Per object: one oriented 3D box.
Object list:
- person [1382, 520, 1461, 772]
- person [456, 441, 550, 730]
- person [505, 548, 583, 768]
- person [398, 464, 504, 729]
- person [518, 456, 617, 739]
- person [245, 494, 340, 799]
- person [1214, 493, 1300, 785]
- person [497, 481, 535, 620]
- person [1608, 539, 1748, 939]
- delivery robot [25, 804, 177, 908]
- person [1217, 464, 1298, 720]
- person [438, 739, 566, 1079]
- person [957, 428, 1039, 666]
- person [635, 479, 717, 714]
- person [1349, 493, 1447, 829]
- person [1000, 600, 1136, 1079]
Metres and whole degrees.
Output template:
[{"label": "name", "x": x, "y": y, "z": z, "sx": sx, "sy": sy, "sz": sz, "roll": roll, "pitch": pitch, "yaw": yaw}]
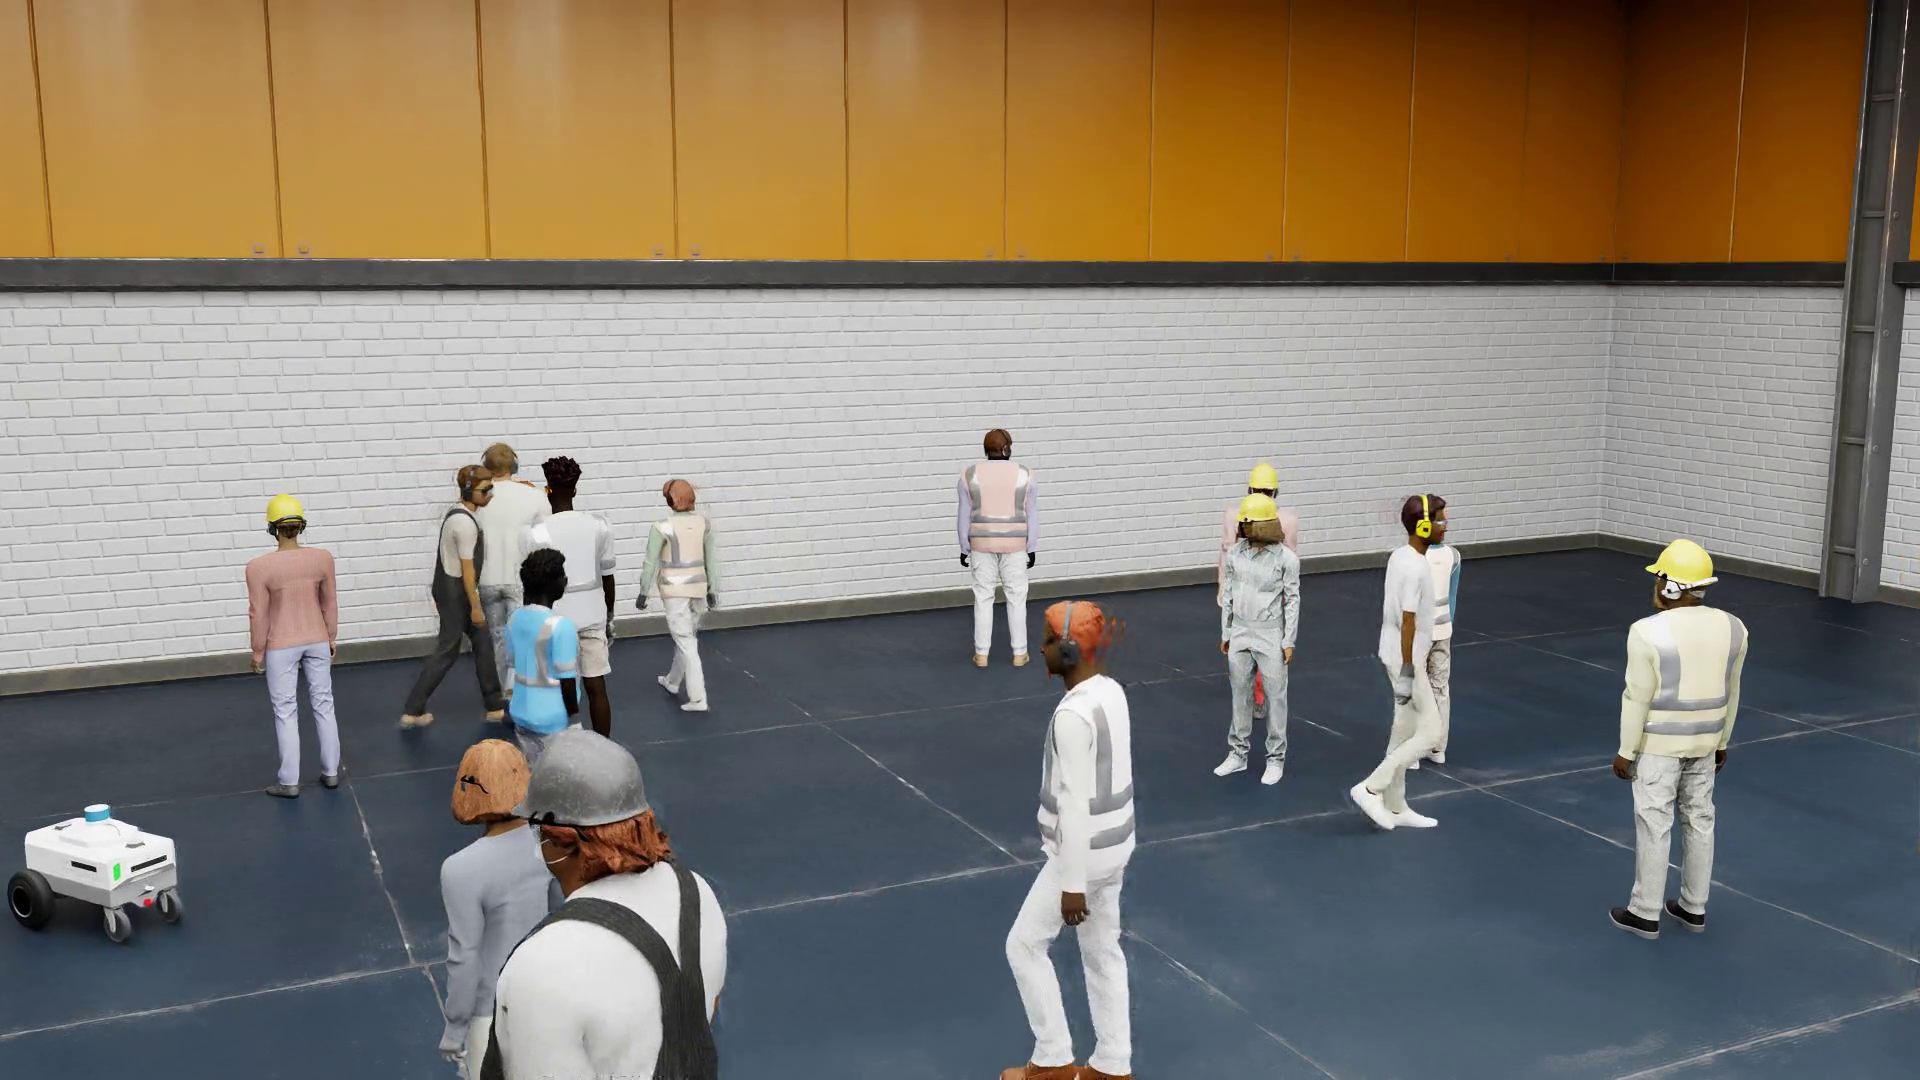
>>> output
[{"label": "person", "x": 2.821, "y": 0.594, "z": 10.129, "sx": 0.513, "sy": 1.639, "sz": 0.307, "roll": -5, "pitch": 11, "yaw": -30}, {"label": "person", "x": -3.051, "y": 0.300, "z": 11.130, "sx": 0.633, "sy": 1.915, "sz": 0.855, "roll": 0, "pitch": 9, "yaw": -2}, {"label": "person", "x": -2.058, "y": 0.876, "z": 8.205, "sx": 0.448, "sy": 1.686, "sz": 0.548, "roll": -9, "pitch": 13, "yaw": -43}, {"label": "person", "x": -3.356, "y": 0.383, "z": 11.014, "sx": 0.812, "sy": 1.794, "sz": 0.522, "roll": -1, "pitch": 9, "yaw": -8}, {"label": "person", "x": -2.306, "y": 0.482, "z": 9.805, "sx": 0.600, "sy": 1.967, "sz": 0.368, "roll": -7, "pitch": 11, "yaw": -36}, {"label": "person", "x": -3.853, "y": 0.611, "z": 9.628, "sx": 0.310, "sy": 1.769, "sz": 0.522, "roll": 9, "pitch": 13, "yaw": 43}, {"label": "person", "x": 1.766, "y": 0.582, "z": 9.886, "sx": 0.490, "sy": 1.740, "sz": 0.322, "roll": 7, "pitch": 12, "yaw": 38}, {"label": "person", "x": -2.917, "y": 0.409, "z": 11.293, "sx": 0.498, "sy": 1.632, "sz": 0.284, "roll": -6, "pitch": 11, "yaw": -32}, {"label": "person", "x": 3.250, "y": 0.905, "z": 7.586, "sx": 0.590, "sy": 1.837, "sz": 0.403, "roll": -2, "pitch": 9, "yaw": -15}, {"label": "delivery robot", "x": -3.993, "y": 1.474, "z": 7.728, "sx": 0.707, "sy": 0.478, "sz": 0.477, "roll": 5, "pitch": 10, "yaw": 28}, {"label": "person", "x": 2.086, "y": 0.310, "z": 11.593, "sx": 0.523, "sy": 1.732, "sz": 0.843, "roll": 3, "pitch": 10, "yaw": 21}, {"label": "person", "x": -1.383, "y": 1.408, "z": 5.089, "sx": 0.267, "sy": 1.632, "sz": 0.509, "roll": 5, "pitch": 10, "yaw": 28}, {"label": "person", "x": 0.291, "y": 0.063, "z": 12.808, "sx": 0.624, "sy": 1.841, "sz": 0.430, "roll": 0, "pitch": 9, "yaw": 2}, {"label": "person", "x": -1.987, "y": 0.377, "z": 11.568, "sx": 0.728, "sy": 1.610, "sz": 0.536, "roll": 9, "pitch": 13, "yaw": 43}, {"label": "person", "x": 2.418, "y": 0.669, "z": 8.997, "sx": 0.432, "sy": 1.855, "sz": 0.509, "roll": 0, "pitch": 9, "yaw": 3}, {"label": "person", "x": 0.371, "y": 1.135, "z": 6.062, "sx": 0.624, "sy": 1.862, "sz": 0.619, "roll": 4, "pitch": 10, "yaw": 21}]
